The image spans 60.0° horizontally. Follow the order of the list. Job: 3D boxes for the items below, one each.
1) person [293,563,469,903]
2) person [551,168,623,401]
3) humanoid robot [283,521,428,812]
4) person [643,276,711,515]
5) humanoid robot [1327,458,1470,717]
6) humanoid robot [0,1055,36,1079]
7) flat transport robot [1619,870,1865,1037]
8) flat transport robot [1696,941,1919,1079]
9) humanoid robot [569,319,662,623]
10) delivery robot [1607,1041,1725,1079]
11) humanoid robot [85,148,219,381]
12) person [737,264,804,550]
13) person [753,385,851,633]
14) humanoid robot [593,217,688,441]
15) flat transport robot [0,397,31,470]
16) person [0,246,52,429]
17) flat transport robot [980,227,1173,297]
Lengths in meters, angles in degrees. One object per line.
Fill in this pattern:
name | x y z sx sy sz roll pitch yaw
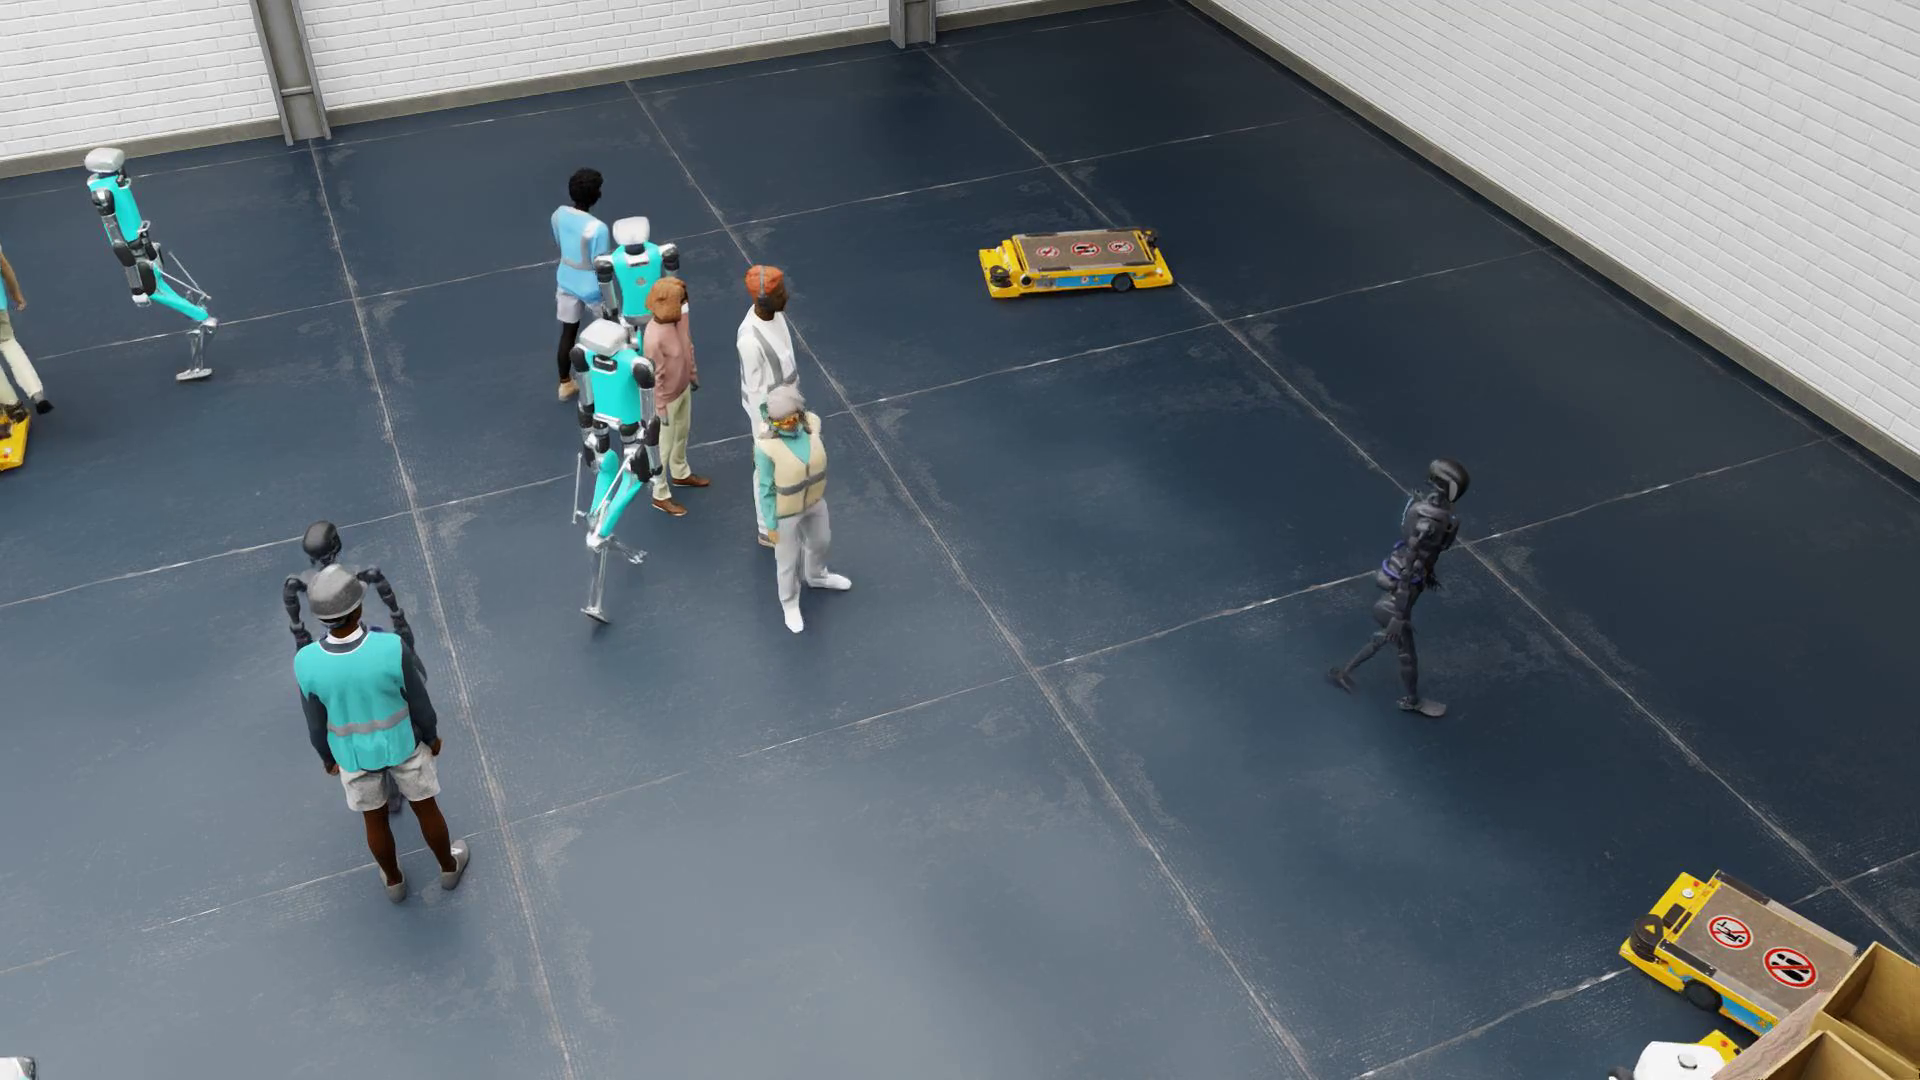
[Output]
person | -2.688 0.941 7.680 0.554 1.938 0.431 -8 38 -11
person | -2.520 -1.785 11.456 0.603 1.643 0.875 25 44 29
humanoid robot | -3.029 0.561 8.409 0.601 1.628 0.759 -5 38 -6
person | -1.784 -0.918 10.360 0.317 1.623 0.510 12 39 15
humanoid robot | 2.381 0.253 8.826 0.709 1.635 0.601 20 42 24
humanoid robot | -3.365 2.520 5.838 0.710 1.852 0.530 -13 39 -16
flat transport robot | 3.842 2.062 7.590 1.431 0.231 0.659 31 47 34
flat transport robot | 3.514 2.655 6.817 0.659 0.231 1.431 -23 43 -27
humanoid robot | -2.081 -0.317 9.520 0.538 1.782 1.000 15 40 18
delivery robot | 3.010 2.458 6.832 0.499 0.586 0.765 4 38 5
humanoid robot | -5.455 -1.825 11.516 0.695 1.874 0.552 -8 38 -10
person | -1.124 -0.799 9.989 0.343 1.882 0.585 5 38 6
person | -0.910 -0.212 9.385 0.592 1.680 0.406 -31 47 -34
humanoid robot | -2.071 -1.395 10.884 0.548 1.758 0.800 -11 39 -14
flat transport robot | -7.002 -0.596 11.049 1.431 0.231 0.659 -12 39 -15
person | -6.486 -1.534 10.993 0.451 1.818 0.620 24 43 28
flat transport robot | 0.908 -2.188 13.121 1.431 0.231 0.659 -5 38 -6
